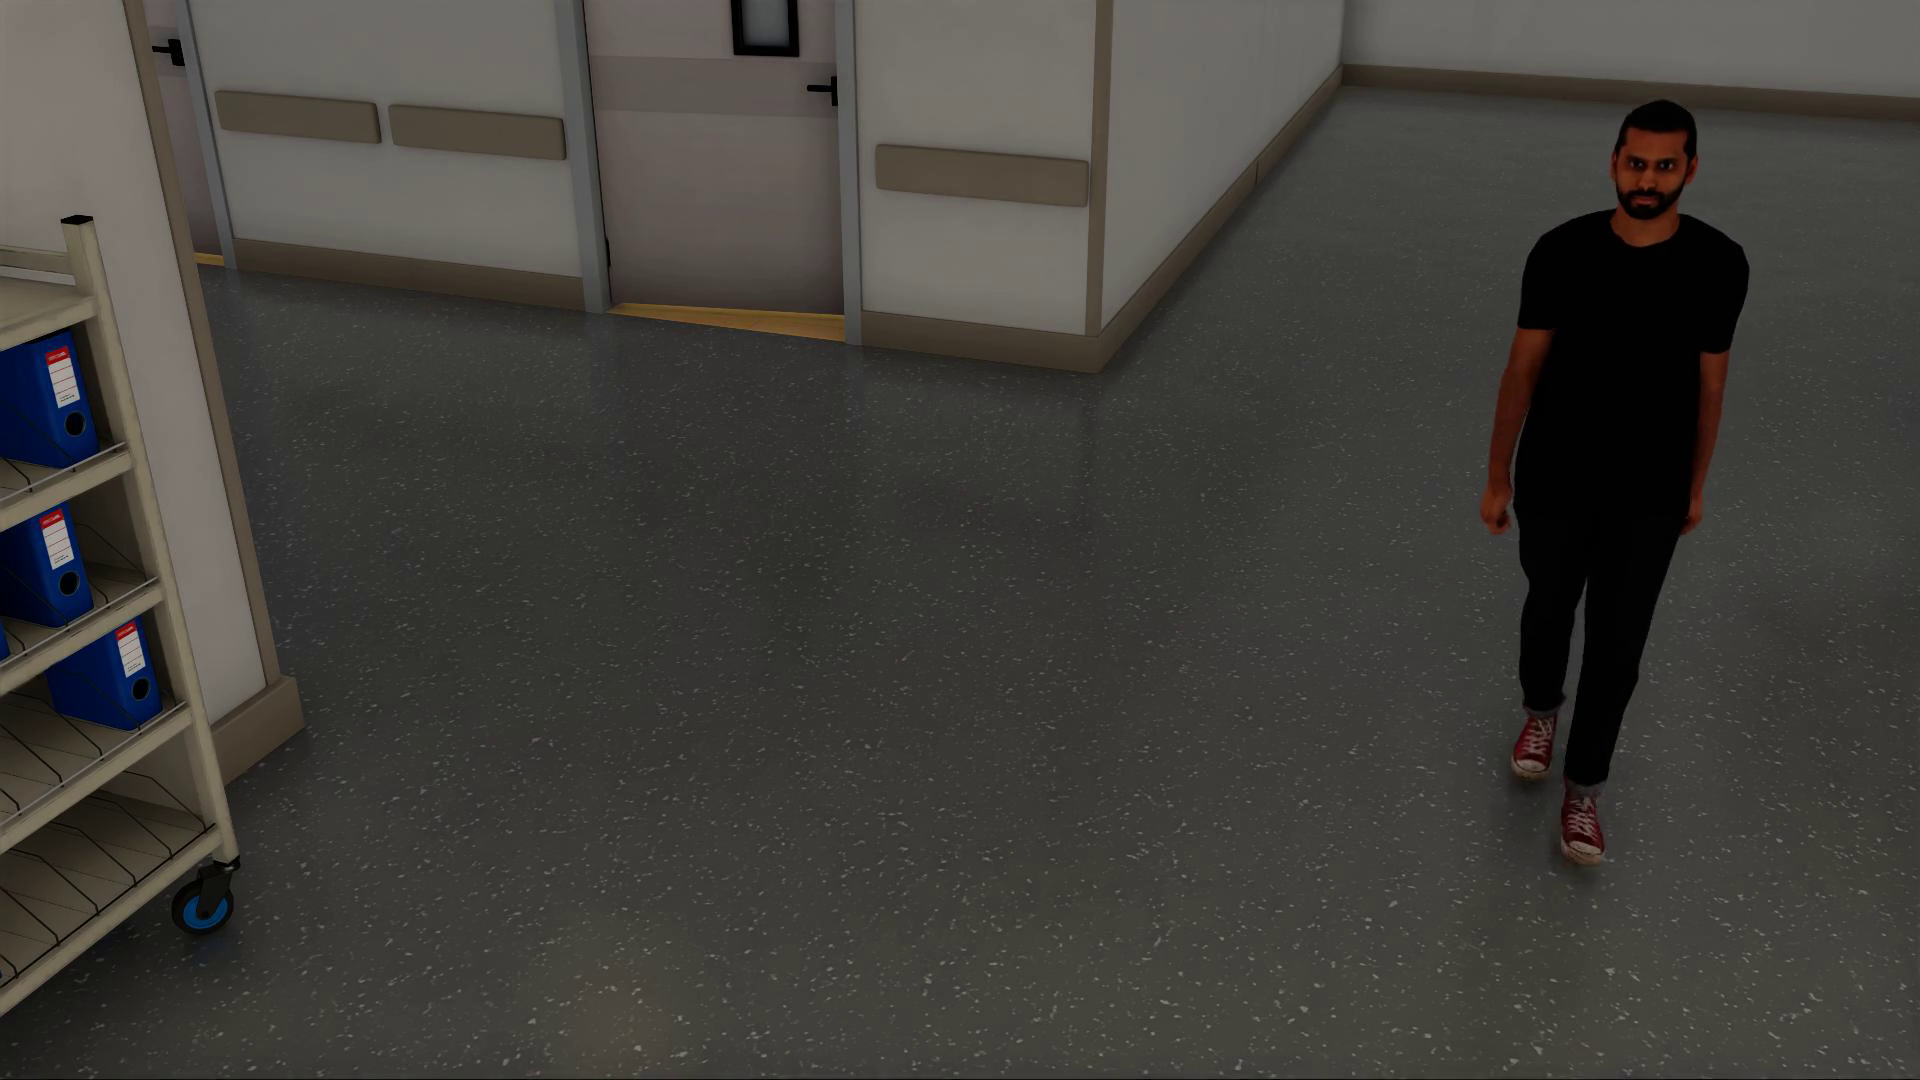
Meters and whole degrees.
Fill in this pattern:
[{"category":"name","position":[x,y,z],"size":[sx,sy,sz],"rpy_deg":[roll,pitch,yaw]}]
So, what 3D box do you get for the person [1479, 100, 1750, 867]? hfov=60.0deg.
[{"category":"person","position":[1.542,-0.176,3.994],"size":[0.651,1.734,0.917],"rpy_deg":[10,27,20]}]
